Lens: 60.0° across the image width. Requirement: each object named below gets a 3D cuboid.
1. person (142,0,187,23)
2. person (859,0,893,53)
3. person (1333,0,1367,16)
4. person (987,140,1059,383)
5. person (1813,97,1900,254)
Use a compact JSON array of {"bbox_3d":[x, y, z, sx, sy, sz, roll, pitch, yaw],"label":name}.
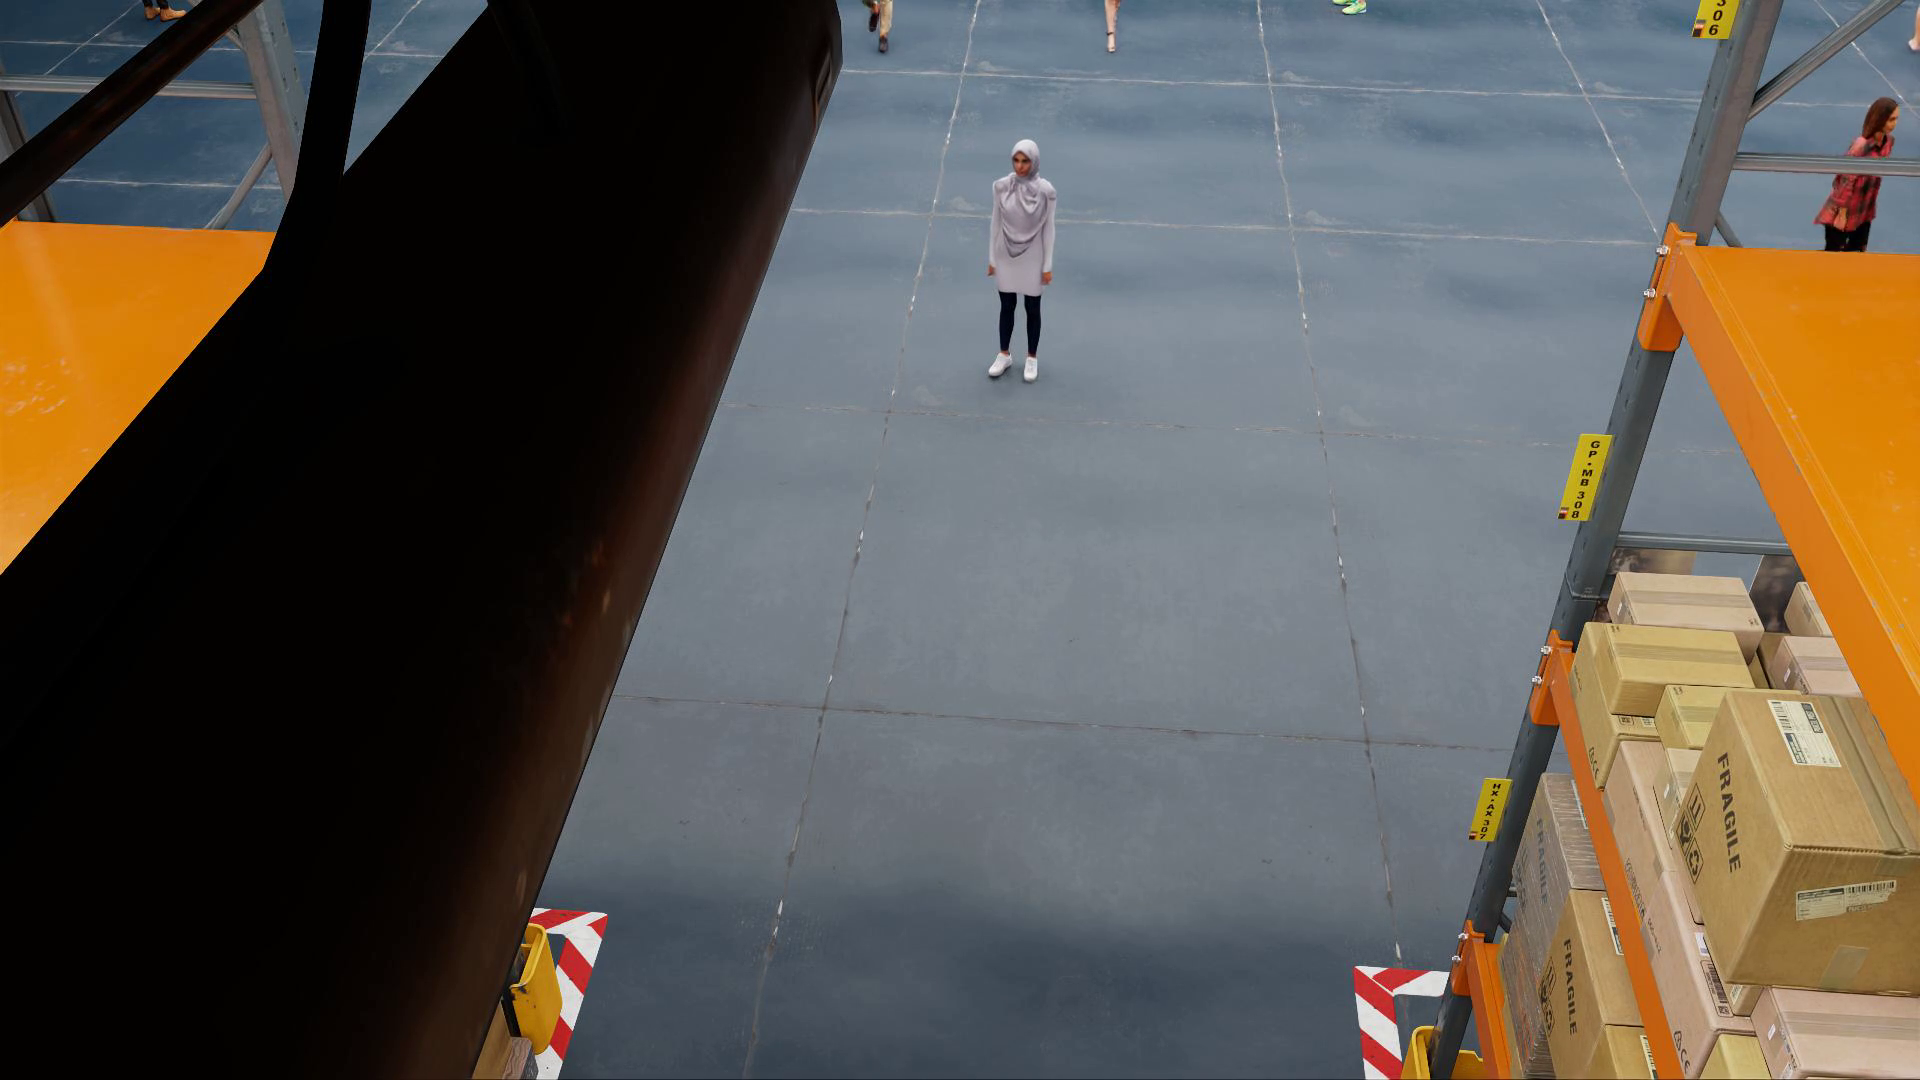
[{"bbox_3d":[-8.419,-6.198,17.018,0.723,1.727,0.710,13,40,16],"label":"person"},{"bbox_3d":[-0.813,-5.787,16.397,0.643,1.845,0.783,4,38,5],"label":"person"},{"bbox_3d":[4.198,-6.346,17.227,0.701,1.702,0.541,-5,38,-6],"label":"person"},{"bbox_3d":[0.426,-1.937,11.533,0.652,1.775,0.591,10,39,13],"label":"person"},{"bbox_3d":[6.505,-2.477,12.290,0.787,1.693,0.849,-20,42,-23],"label":"person"}]
